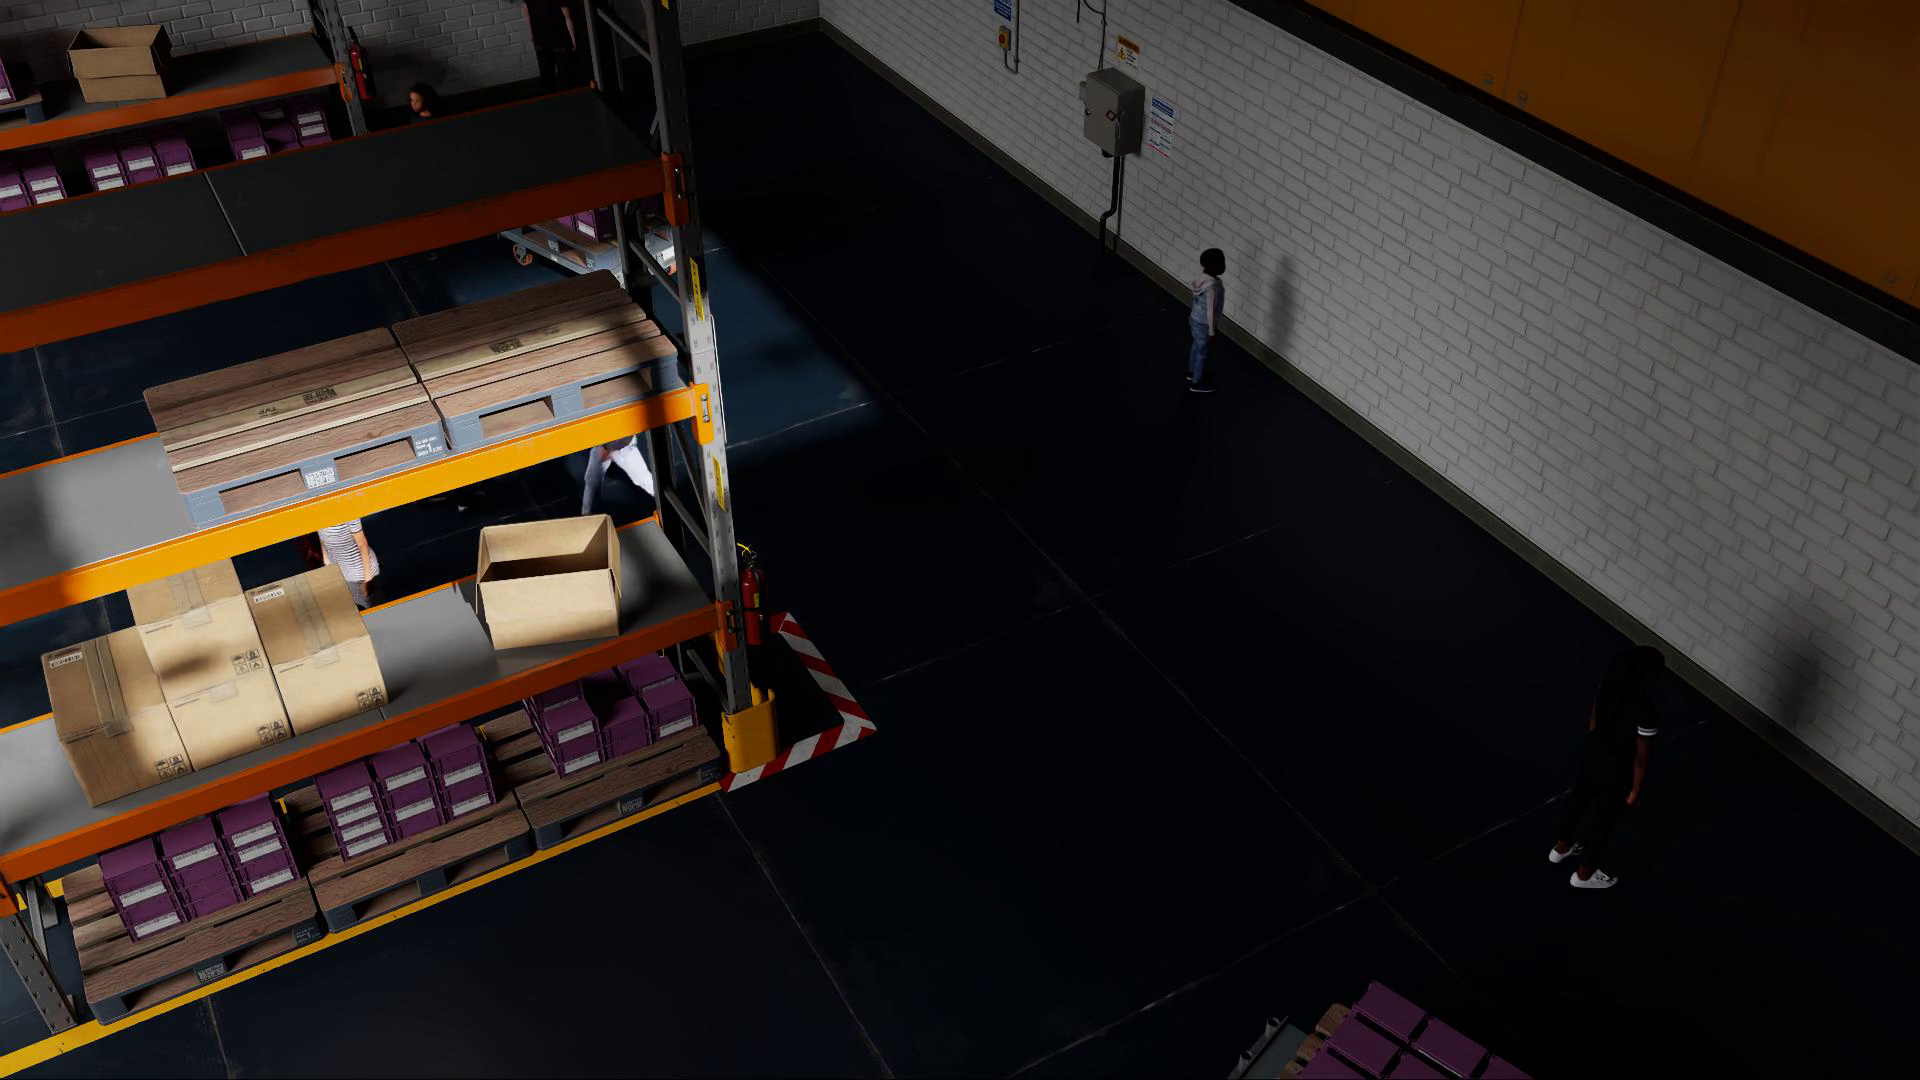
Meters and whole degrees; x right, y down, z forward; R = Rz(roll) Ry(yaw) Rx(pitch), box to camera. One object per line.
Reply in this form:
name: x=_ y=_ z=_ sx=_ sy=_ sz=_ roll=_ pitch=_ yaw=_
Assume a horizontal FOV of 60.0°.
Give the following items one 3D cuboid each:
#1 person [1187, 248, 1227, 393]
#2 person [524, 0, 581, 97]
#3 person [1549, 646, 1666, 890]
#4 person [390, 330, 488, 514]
person: x=1.974 y=-1.793 z=13.419 sx=0.576 sy=1.258 sz=0.539 roll=-4 pitch=39 yaw=-5
person: x=-4.210 y=-5.177 z=17.187 sx=0.802 sy=1.845 sz=0.824 roll=14 pitch=41 yaw=17
person: x=3.617 y=1.246 z=9.237 sx=0.644 sy=1.729 sz=0.656 roll=-12 pitch=40 yaw=-14
person: x=-3.915 y=-0.854 z=11.992 sx=0.778 sy=1.573 sz=0.742 roll=-24 pitch=44 yaw=-27
